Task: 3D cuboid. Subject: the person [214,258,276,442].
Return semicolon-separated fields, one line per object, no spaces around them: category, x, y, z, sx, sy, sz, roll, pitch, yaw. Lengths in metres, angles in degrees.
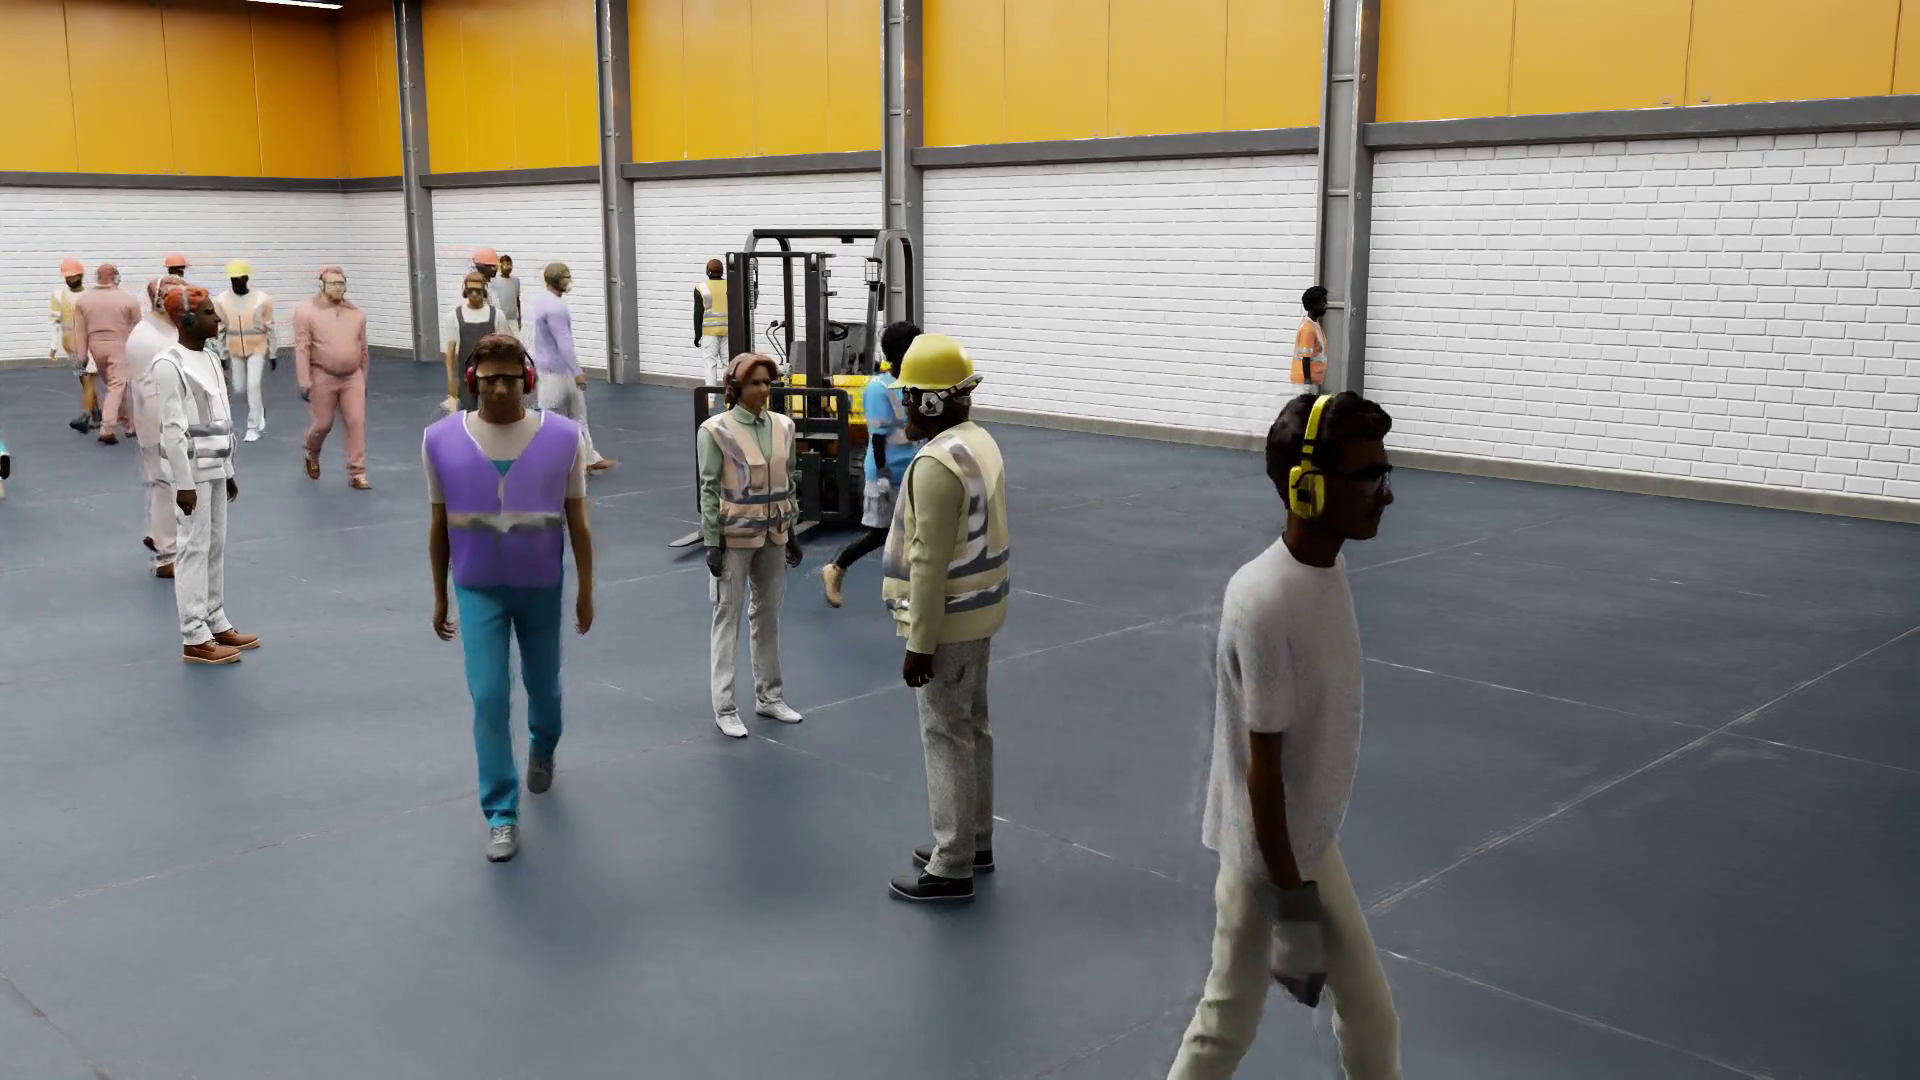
person;-7.456;-2.000;17.449;0.589;1.903;0.732;-1;10;-4

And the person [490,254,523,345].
person;-6.521;-3.159;23.864;0.520;1.858;0.464;-10;14;-42

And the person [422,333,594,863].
person;-1.606;0.152;5.981;0.566;1.808;0.874;-2;11;-13

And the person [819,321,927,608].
person;-0.408;-0.377;9.188;0.737;1.674;0.530;7;13;34

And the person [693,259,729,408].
person;-3.016;-2.552;20.604;0.627;1.844;0.429;-6;12;-32

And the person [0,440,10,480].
person;-8.401;-1.310;14.080;0.563;1.750;0.534;6;12;29

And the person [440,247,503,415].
person;-5.395;-2.277;18.675;0.965;2.010;0.602;-1;10;-4

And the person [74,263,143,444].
person;-8.754;-1.926;17.207;0.632;1.853;1.075;0;10;2

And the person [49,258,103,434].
person;-9.554;-2.102;18.045;0.551;1.875;1.031;-1;10;-6

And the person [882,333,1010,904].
person;-0.049;0.252;5.374;0.403;1.825;0.591;3;11;13

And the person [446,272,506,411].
person;-4.204;-1.426;14.518;0.511;1.824;0.709;-3;11;-16

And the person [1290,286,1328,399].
person;3.099;-1.409;14.794;0.321;1.690;0.529;3;11;17

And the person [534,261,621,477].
person;-3.382;-1.455;14.463;0.934;1.900;0.641;-3;11;-14

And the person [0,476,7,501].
person;-7.937;-1.247;13.061;0.643;2.001;0.689;3;11;13

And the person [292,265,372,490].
person;-5.313;-1.378;14.089;0.651;1.886;0.791;-9;14;-41

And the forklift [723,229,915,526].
forklift;-1.050;-1.319;12.920;1.214;2.155;2.313;2;11;13

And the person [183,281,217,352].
person;-9.434;-2.406;20.427;0.453;1.604;0.517;6;12;30

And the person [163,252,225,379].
person;-9.918;-2.730;21.370;0.710;1.917;0.552;2;11;10

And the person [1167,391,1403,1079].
person;0.747;0.639;3.199;0.898;1.833;0.555;7;12;32

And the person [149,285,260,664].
person;-3.804;-0.327;8.353;0.355;1.884;0.575;-1;10;-4

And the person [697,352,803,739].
person;-0.902;0.013;7.164;0.307;1.641;0.513;10;14;43

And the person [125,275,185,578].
person;-4.895;-0.693;10.341;0.424;1.895;0.653;1;10;3
